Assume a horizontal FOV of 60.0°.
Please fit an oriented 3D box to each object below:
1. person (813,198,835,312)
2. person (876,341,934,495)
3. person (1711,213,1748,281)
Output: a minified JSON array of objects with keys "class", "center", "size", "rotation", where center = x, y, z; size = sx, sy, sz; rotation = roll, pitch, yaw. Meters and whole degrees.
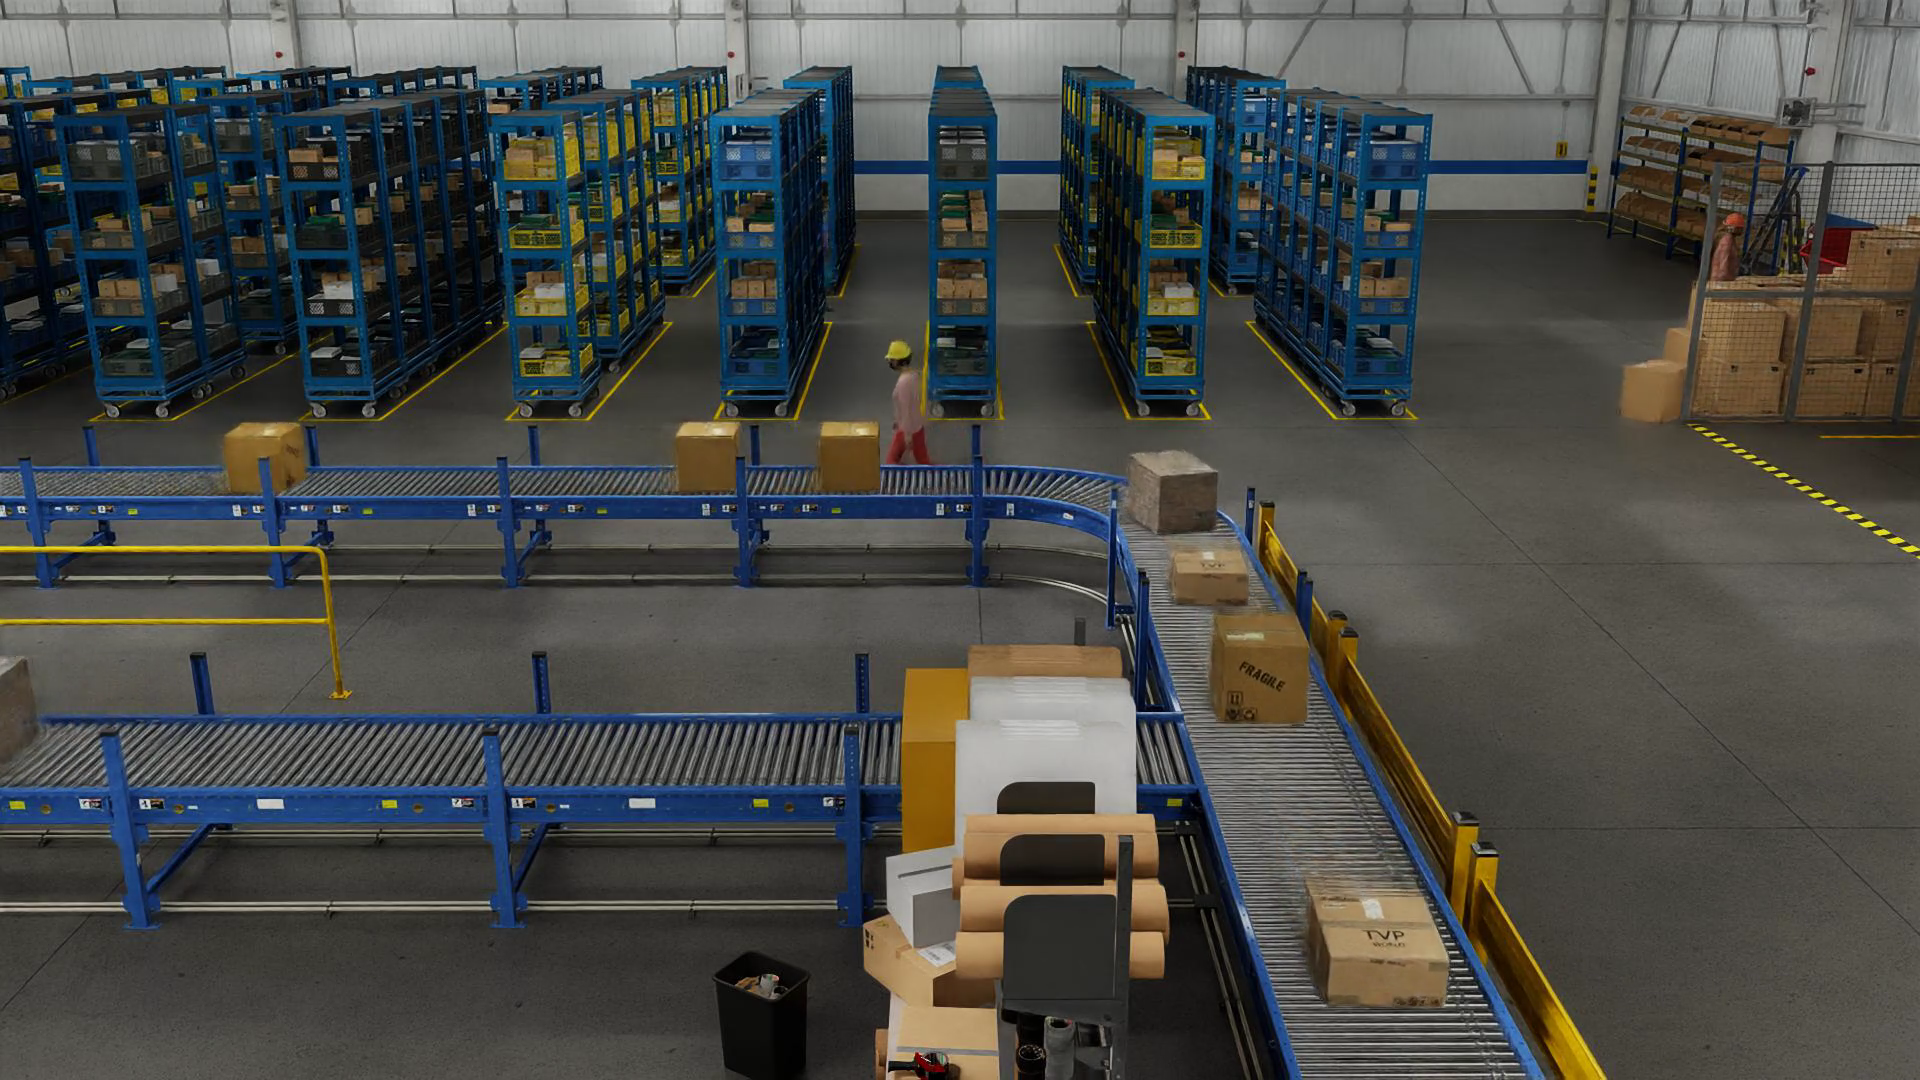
[{"class":"person","center":[-2.192,-4.597,26.850],"size":[0.576,1.826,0.566],"rotation":[1,18,5]},{"class":"person","center":[-0.585,-1.089,16.212],"size":[0.908,1.722,0.544],"rotation":[4,18,11]},{"class":"person","center":[10.876,-3.645,23.641],"size":[0.396,1.992,0.623],"rotation":[8,20,24]}]
